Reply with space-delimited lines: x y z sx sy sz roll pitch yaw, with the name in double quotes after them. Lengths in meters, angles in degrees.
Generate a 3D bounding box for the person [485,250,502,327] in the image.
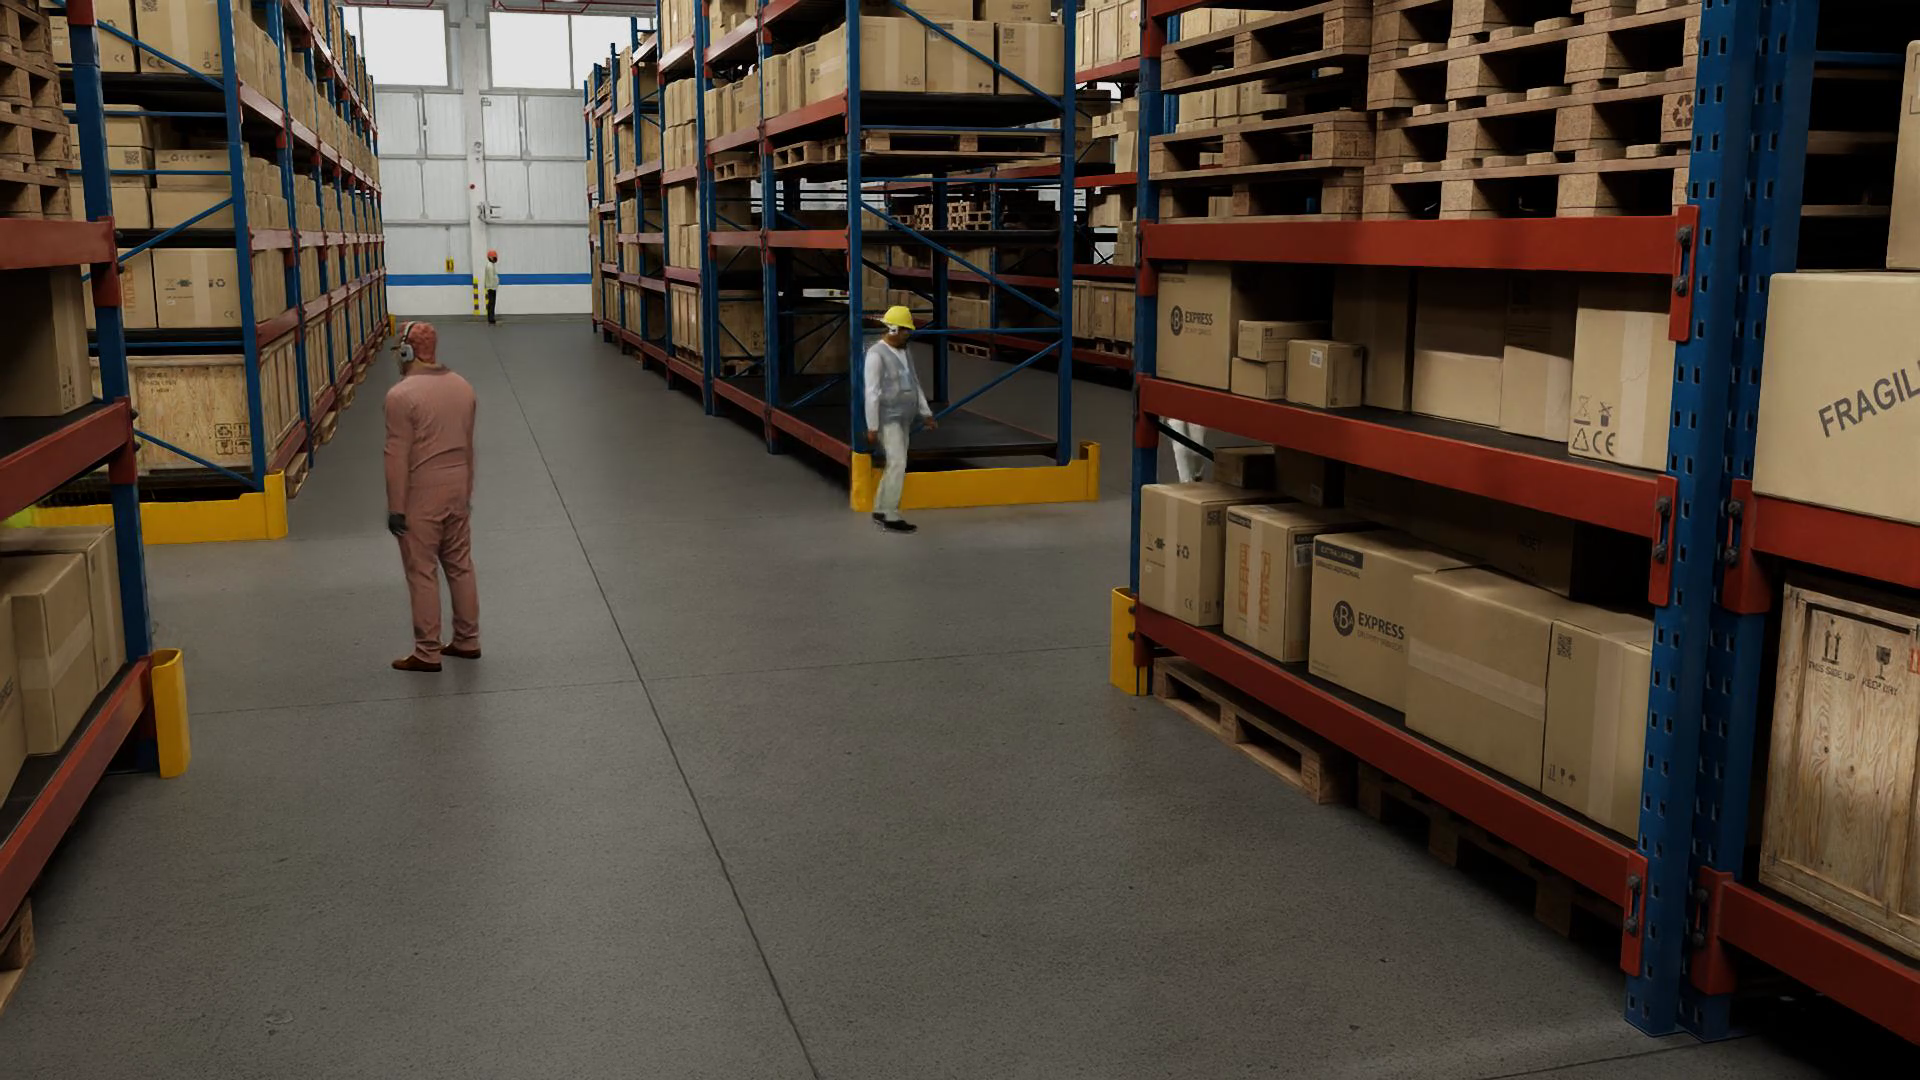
-12.206 -6.561 43.465 0.395 1.994 0.612 -3 11 -18 "person"

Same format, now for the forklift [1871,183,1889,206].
7.561 -1.709 14.440 1.873 2.768 1.129 -3 11 -18 "forklift"

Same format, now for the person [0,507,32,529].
-4.992 -0.018 8.483 0.567 1.674 0.545 -4 11 -19 "person"

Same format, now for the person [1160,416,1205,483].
2.010 -1.120 14.704 0.515 1.608 0.526 3 11 17 "person"

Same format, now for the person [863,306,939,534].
-0.521 -0.974 13.363 0.583 1.798 0.611 4 11 23 "person"

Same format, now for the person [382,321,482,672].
-2.905 -0.235 9.069 0.399 1.899 0.651 5 11 23 "person"
